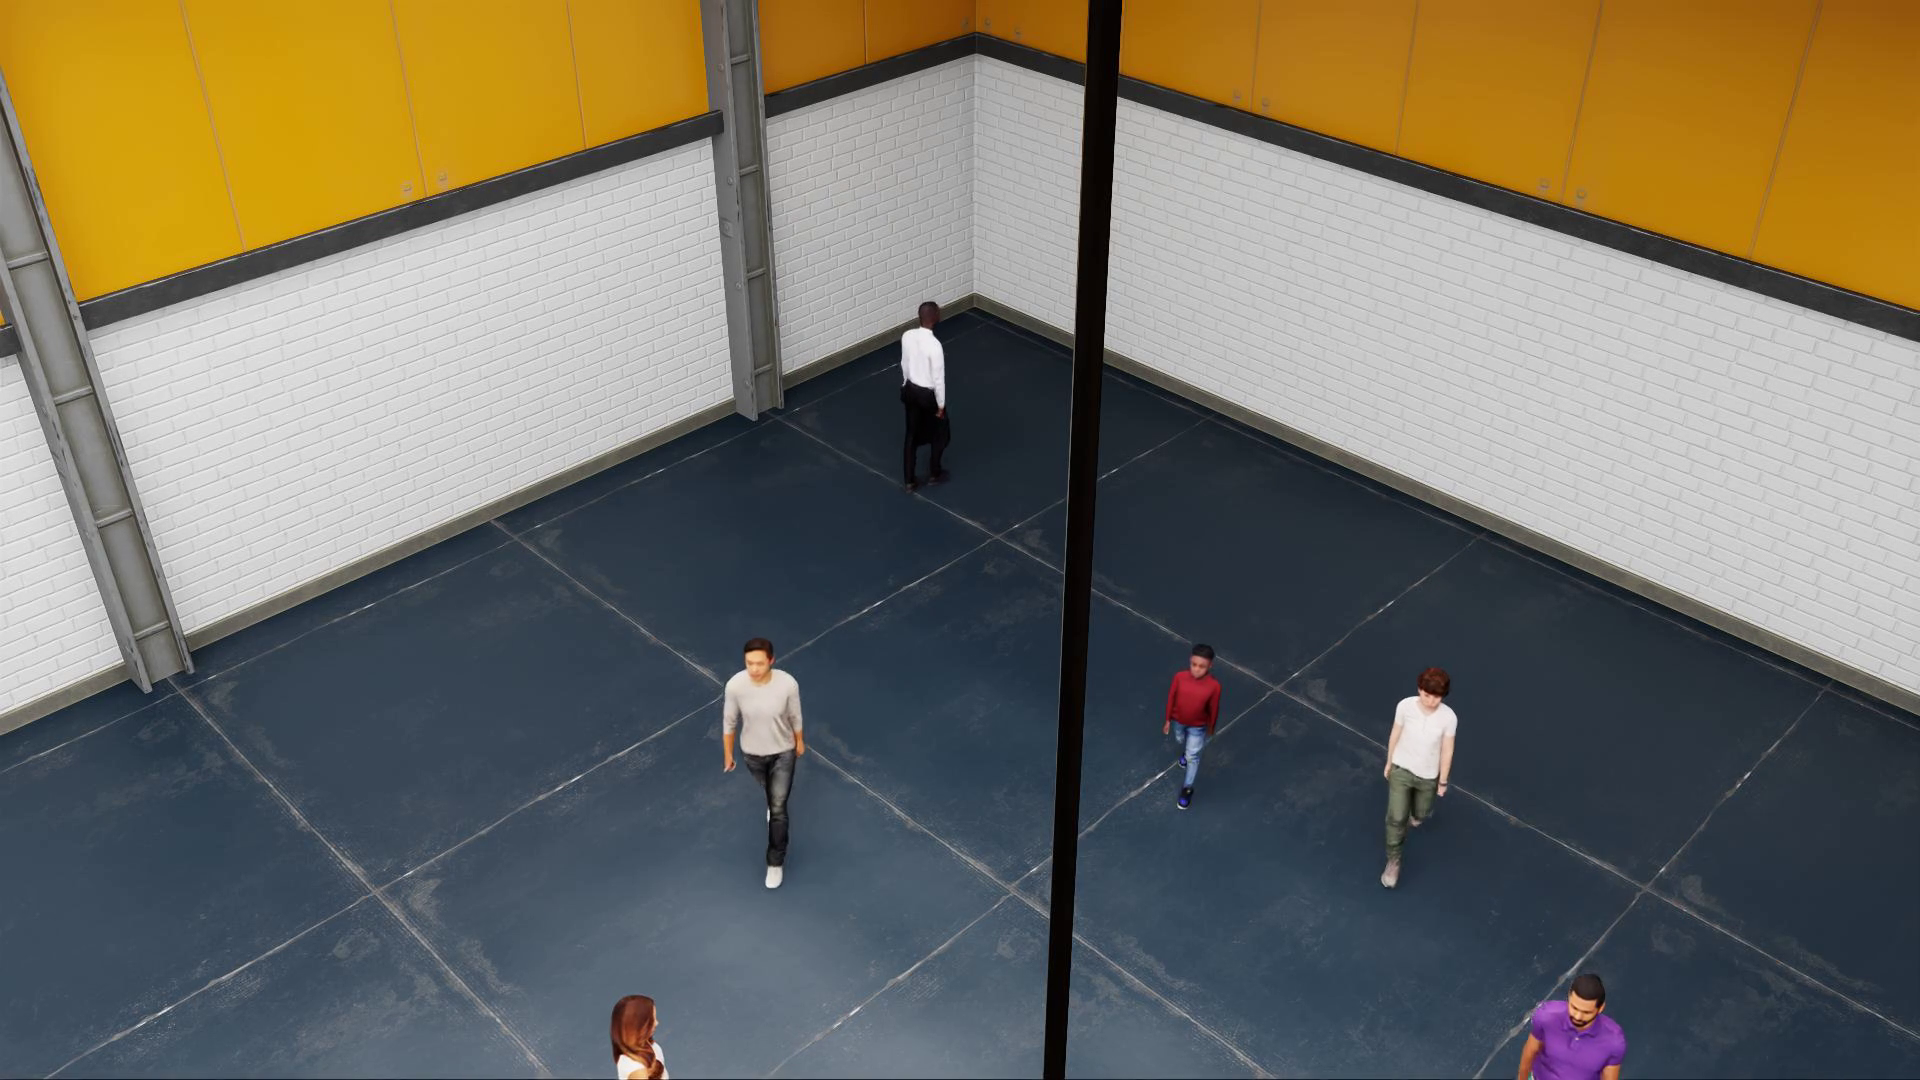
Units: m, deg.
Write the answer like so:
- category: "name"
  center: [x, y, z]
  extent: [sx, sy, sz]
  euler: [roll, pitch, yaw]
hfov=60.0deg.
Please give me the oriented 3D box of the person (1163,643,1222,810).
- category: "person"
  center: [1.626, 1.202, 11.620]
  extent: [0.682, 1.251, 0.924]
  euler: [16, 37, 22]

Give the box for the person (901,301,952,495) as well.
- category: "person"
  center: [-0.322, -1.253, 14.795]
  extent: [0.708, 1.825, 0.761]
  euler: [24, 41, 32]

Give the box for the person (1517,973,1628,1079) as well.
- category: "person"
  center: [3.163, 2.856, 8.677]
  extent: [0.743, 1.753, 0.814]
  euler: [18, 37, 25]

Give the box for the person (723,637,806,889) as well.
- category: "person"
  center: [-1.265, 1.311, 10.995]
  extent: [1.130, 1.761, 1.217]
  euler: [2, 34, 3]

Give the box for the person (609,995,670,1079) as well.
- category: "person"
  center: [-1.604, 2.972, 8.476]
  extent: [0.658, 1.782, 0.670]
  euler: [-12, 35, -17]

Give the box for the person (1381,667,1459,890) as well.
- category: "person"
  center: [2.998, 1.465, 10.875]
  extent: [0.811, 1.638, 1.066]
  euler: [13, 36, 19]
